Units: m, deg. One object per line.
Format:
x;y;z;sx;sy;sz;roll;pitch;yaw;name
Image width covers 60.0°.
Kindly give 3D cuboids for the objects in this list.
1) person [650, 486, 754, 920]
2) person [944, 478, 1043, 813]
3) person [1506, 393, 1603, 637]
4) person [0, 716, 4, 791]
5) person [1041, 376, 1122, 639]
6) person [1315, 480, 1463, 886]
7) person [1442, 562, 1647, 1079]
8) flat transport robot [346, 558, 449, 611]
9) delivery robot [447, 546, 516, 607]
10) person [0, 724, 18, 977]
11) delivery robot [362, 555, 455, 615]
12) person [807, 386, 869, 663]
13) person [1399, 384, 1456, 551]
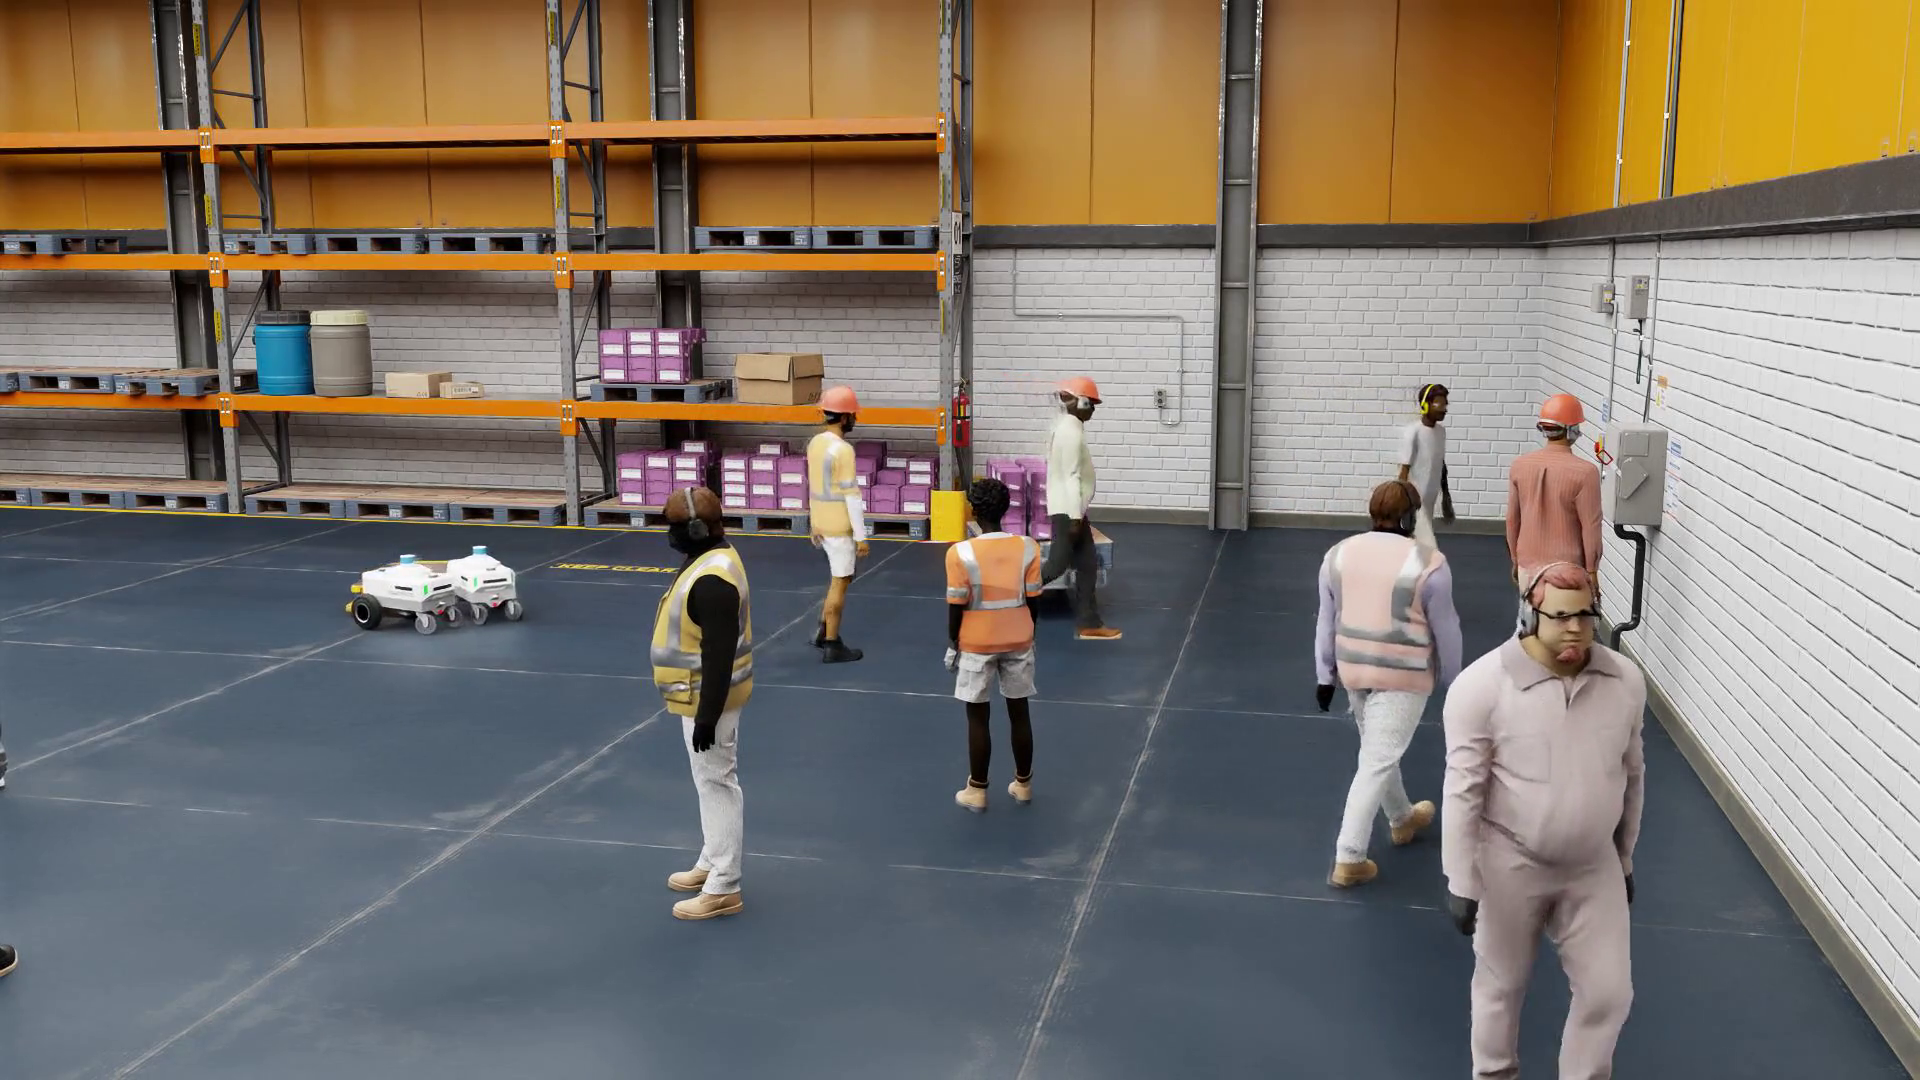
-1.093;0.682;7.077;0.429;1.838;0.621;-2;10;-10;person
0.168;0.531;8.392;0.531;1.692;0.322;-4;10;-21;person
3.522;0.131;9.862;0.375;1.997;0.611;-7;12;-37;person
-5.167;0.408;8.450;0.382;1.920;0.585;0;10;0;person
0.701;-0.221;12.107;0.924;1.946;0.624;1;10;3;person
1.972;0.620;7.566;0.972;1.791;0.623;-9;13;-41;person
1.789;1.007;4.998;0.669;1.883;0.664;-1;10;-5;person
-4.460;0.357;13.624;0.652;0.197;1.431;0;10;-1;flat transport robot
-3.715;0.291;12.897;0.477;0.478;0.707;-6;11;-33;delivery robot
-3.925;0.759;6.255;0.603;1.959;0.377;-3;10;-20;person
-4.150;0.354;12.524;0.707;0.478;0.477;5;11;28;delivery robot
-0.816;-0.098;11.423;0.402;1.921;0.560;-5;11;-26;person
3.538;-0.262;12.633;0.415;1.855;0.535;8;13;40;person
